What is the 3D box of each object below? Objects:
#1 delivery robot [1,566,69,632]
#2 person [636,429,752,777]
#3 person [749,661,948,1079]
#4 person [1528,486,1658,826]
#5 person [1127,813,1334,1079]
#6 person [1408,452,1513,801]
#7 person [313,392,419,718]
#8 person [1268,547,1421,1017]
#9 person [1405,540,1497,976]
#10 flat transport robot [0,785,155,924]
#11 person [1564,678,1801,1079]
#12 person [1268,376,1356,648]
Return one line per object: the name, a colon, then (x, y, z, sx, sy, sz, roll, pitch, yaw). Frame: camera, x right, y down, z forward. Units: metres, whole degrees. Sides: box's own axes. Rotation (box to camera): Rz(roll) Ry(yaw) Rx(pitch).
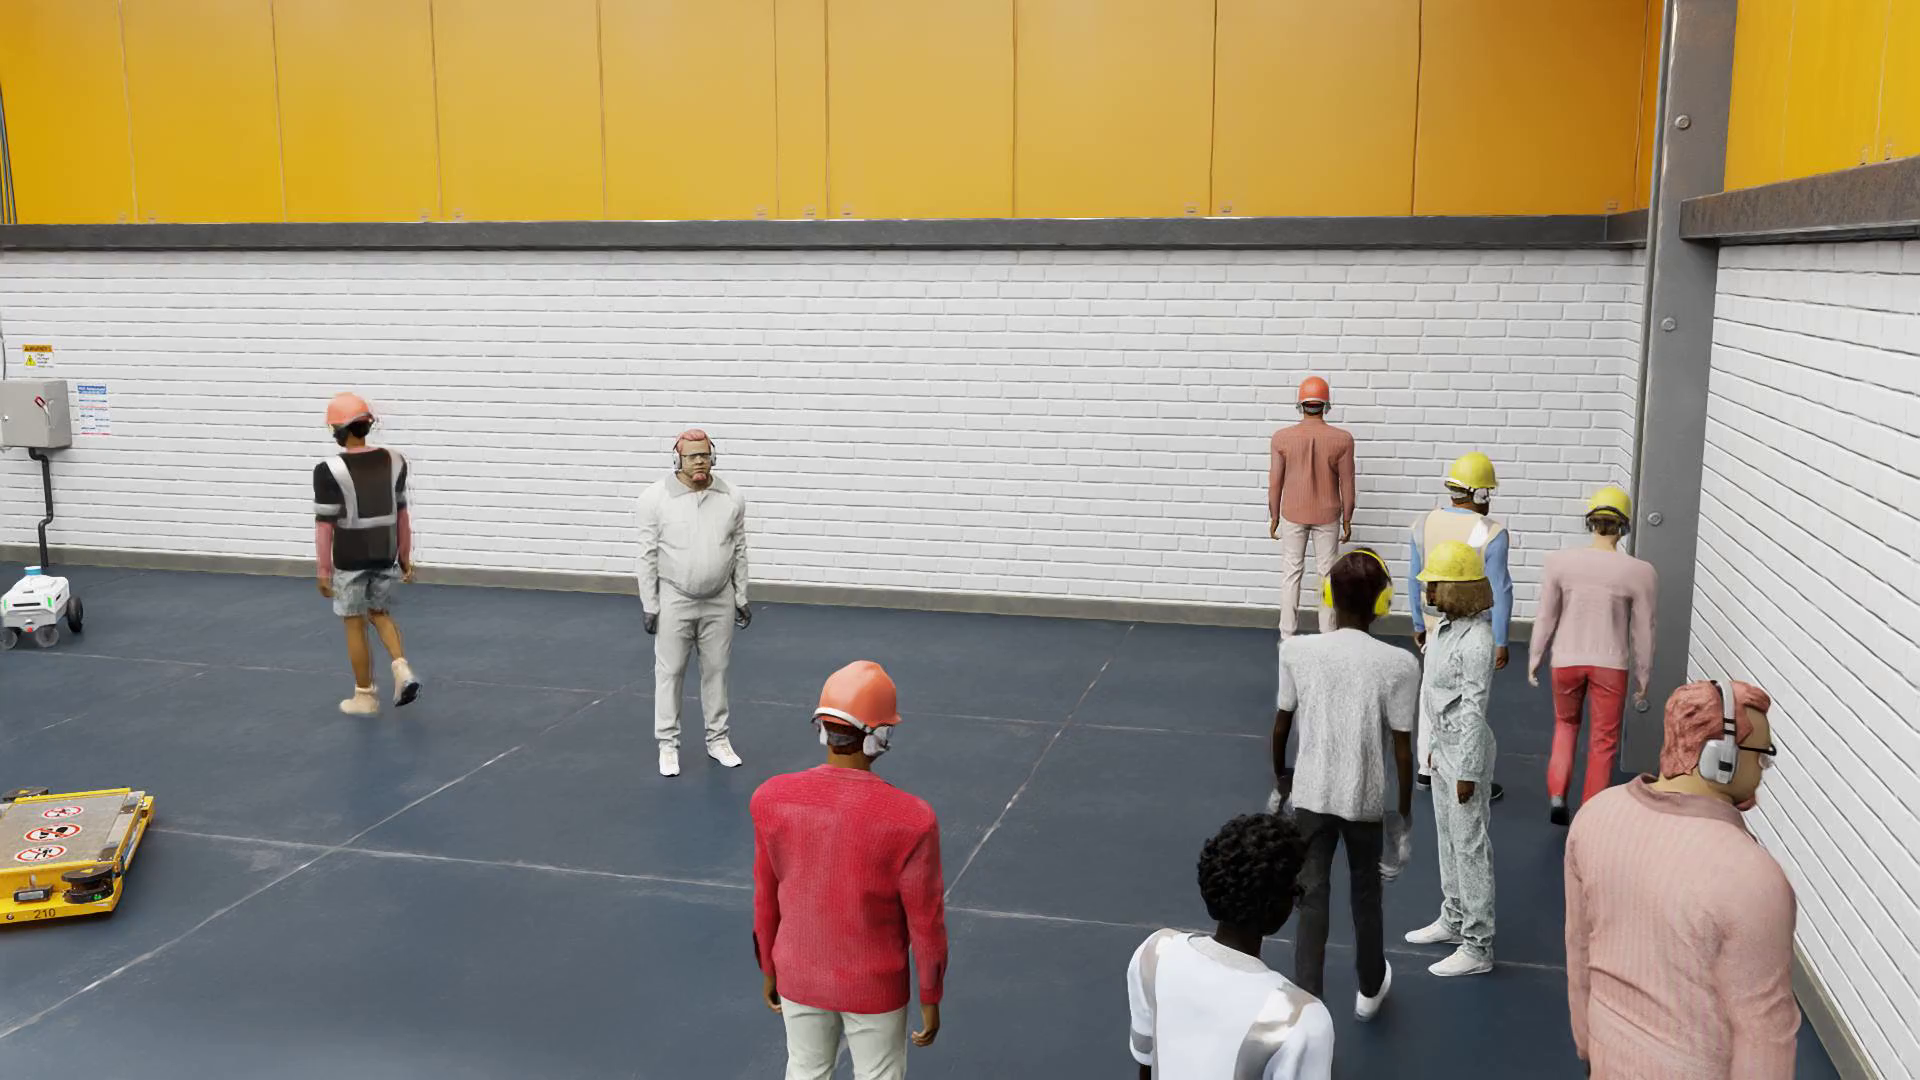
delivery robot: (-6.825, 0.438, 12.284, 0.477, 0.478, 0.707, -3, 10, -19)
person: (-1.453, 0.338, 9.176, 0.636, 1.910, 0.405, -5, 11, -27)
person: (-0.299, 1.193, 4.634, 0.574, 1.740, 0.348, 3, 10, 19)
person: (3.055, 0.612, 8.065, 0.564, 1.735, 0.492, 6, 12, 33)
person: (0.572, 1.404, 3.555, 0.320, 1.685, 0.539, -8, 13, -40)
person: (2.637, 0.459, 8.722, 0.404, 1.830, 0.609, -7, 12, -36)
person: (-3.650, 0.106, 10.201, 0.509, 2.025, 0.635, 7, 12, 37)
person: (1.359, 0.926, 5.935, 0.530, 1.826, 0.937, 3, 10, 19)
person: (1.961, 0.858, 6.636, 0.343, 1.735, 0.484, 0, 10, -1)
flat transport robot: (-4.164, 1.412, 7.660, 0.652, 0.197, 1.431, -3, 10, -19)
person: (1.669, 1.250, 3.824, 0.403, 1.904, 0.637, -3, 10, -16)
person: (2.516, -0.173, 11.920, 0.612, 1.997, 0.375, 2, 10, 14)
